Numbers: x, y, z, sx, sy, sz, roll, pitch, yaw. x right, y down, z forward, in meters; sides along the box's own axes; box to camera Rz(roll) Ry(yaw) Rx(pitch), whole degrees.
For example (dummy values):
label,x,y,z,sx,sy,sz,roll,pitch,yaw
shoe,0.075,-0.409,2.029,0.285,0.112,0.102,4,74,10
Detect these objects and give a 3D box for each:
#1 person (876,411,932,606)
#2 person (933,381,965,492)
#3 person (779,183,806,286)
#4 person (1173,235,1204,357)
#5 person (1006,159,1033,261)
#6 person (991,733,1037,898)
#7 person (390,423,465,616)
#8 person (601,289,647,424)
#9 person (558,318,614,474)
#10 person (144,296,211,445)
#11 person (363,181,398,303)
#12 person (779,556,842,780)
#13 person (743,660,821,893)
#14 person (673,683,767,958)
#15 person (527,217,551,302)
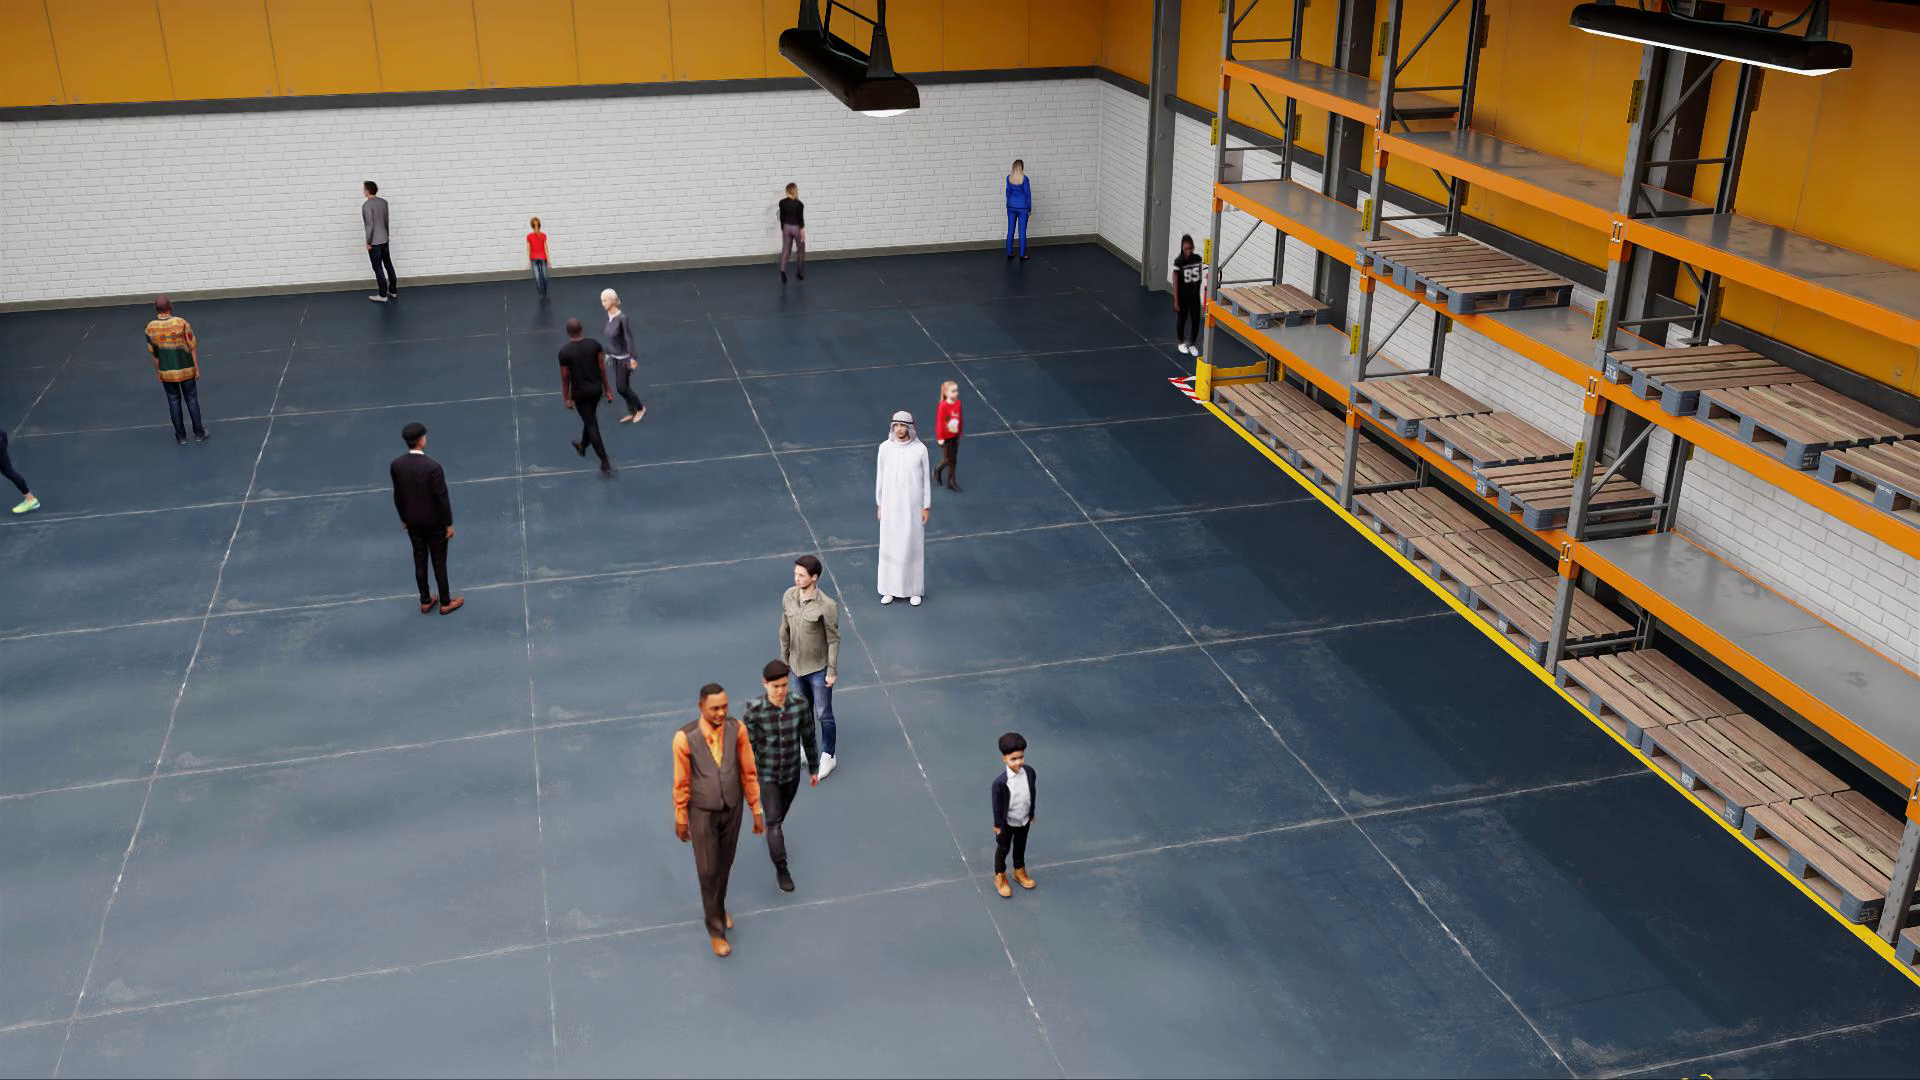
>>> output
label,x,y,z,sx,sy,sz,roll,pitch,yaw
person,-0.542,-0.320,15.919,0.775,1.927,0.763,3,24,6
person,-0.155,-1.179,18.694,0.633,1.278,0.714,-19,30,-37
person,-2.726,-4.870,26.686,0.935,1.640,1.106,7,24,15
person,3.181,-3.425,23.302,0.632,1.703,0.710,-11,26,-23
person,0.984,-5.641,28.376,0.701,1.700,0.761,13,27,27
person,0.375,1.907,11.697,0.556,1.227,0.564,-13,27,-28
person,-5.053,-0.198,15.697,0.775,1.881,0.736,5,24,11
person,-4.141,-2.310,20.744,0.802,1.709,0.695,-21,31,-40
person,-4.240,-1.599,19.063,1.066,1.752,1.355,-16,28,-33
person,-9.442,-2.055,20.038,0.696,1.807,0.649,-7,25,-16
person,-9.090,-4.686,25.971,0.843,1.876,0.737,7,25,16
person,-1.152,0.975,13.035,0.758,1.864,0.841,15,28,31
person,-1.320,1.573,11.791,0.795,1.673,1.112,-9,25,-19
person,-1.678,1.772,11.176,0.850,1.893,0.993,-12,26,-26
person,-6.576,-4.347,25.944,0.495,1.276,0.906,-6,24,-14
